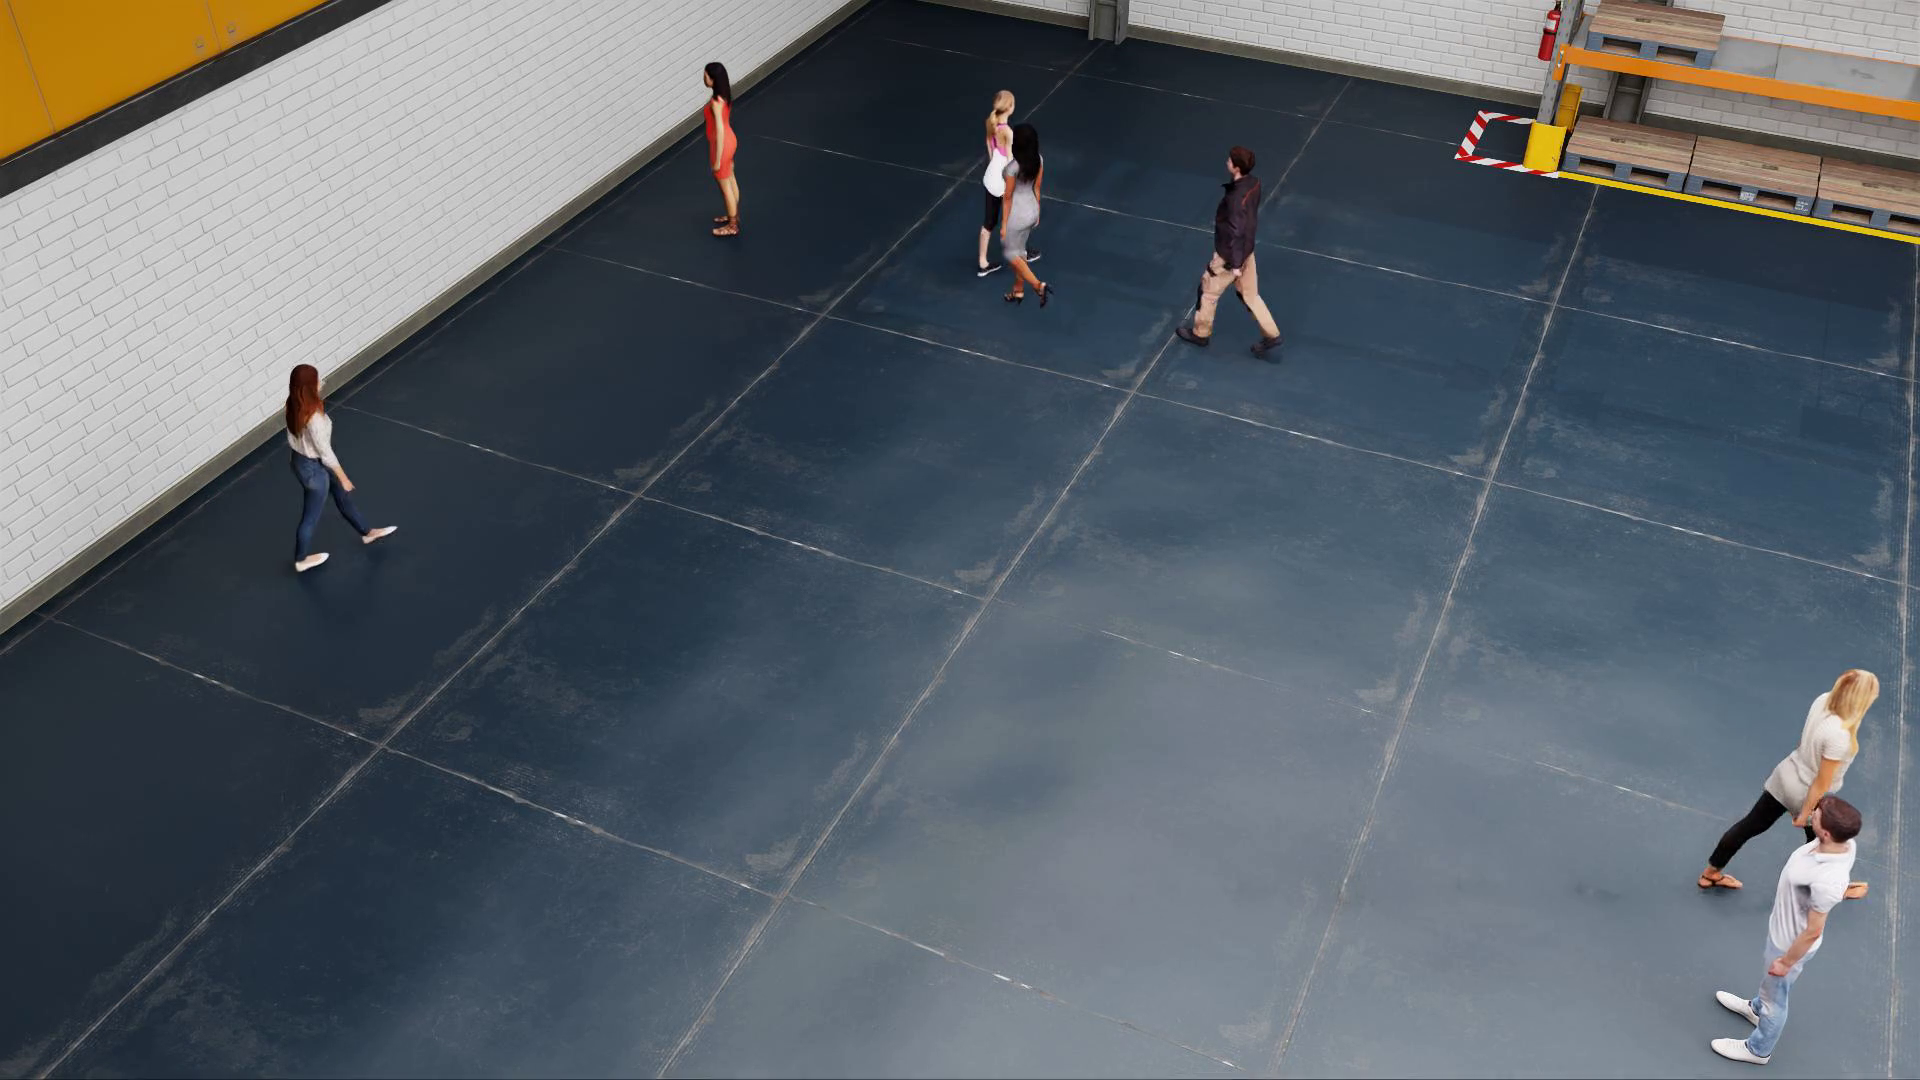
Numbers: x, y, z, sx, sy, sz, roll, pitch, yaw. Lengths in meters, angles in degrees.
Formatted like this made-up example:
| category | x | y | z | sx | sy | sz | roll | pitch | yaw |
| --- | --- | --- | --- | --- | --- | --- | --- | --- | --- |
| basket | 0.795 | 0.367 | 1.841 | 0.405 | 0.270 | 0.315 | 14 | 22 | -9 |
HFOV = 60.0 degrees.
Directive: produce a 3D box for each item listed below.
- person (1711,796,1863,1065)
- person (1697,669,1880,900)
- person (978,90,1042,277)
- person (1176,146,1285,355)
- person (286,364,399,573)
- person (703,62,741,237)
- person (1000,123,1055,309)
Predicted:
| category | x | y | z | sx | sy | sz | roll | pitch | yaw |
| --- | --- | --- | --- | --- | --- | --- | --- | --- | --- |
| person | 4.297 | 2.009 | 8.555 | 0.553 | 1.852 | 0.656 | 18 | 42 | 21 |
| person | 4.638 | 1.408 | 9.369 | 1.225 | 1.775 | 0.930 | 0 | 39 | 0 |
| person | 0.293 | -3.207 | 15.155 | 0.935 | 1.766 | 0.954 | -24 | 45 | -27 |
| person | 2.401 | -2.394 | 14.035 | 1.223 | 1.893 | 0.785 | 21 | 43 | 24 |
| person | -4.674 | -0.479 | 11.811 | 1.003 | 1.678 | 1.046 | -27 | 46 | -30 |
| person | -2.253 | -3.726 | 15.843 | 0.657 | 1.719 | 0.661 | 1 | 39 | 2 |
| person | 0.603 | -2.769 | 14.609 | 0.923 | 1.763 | 0.756 | 32 | 48 | 33 |
